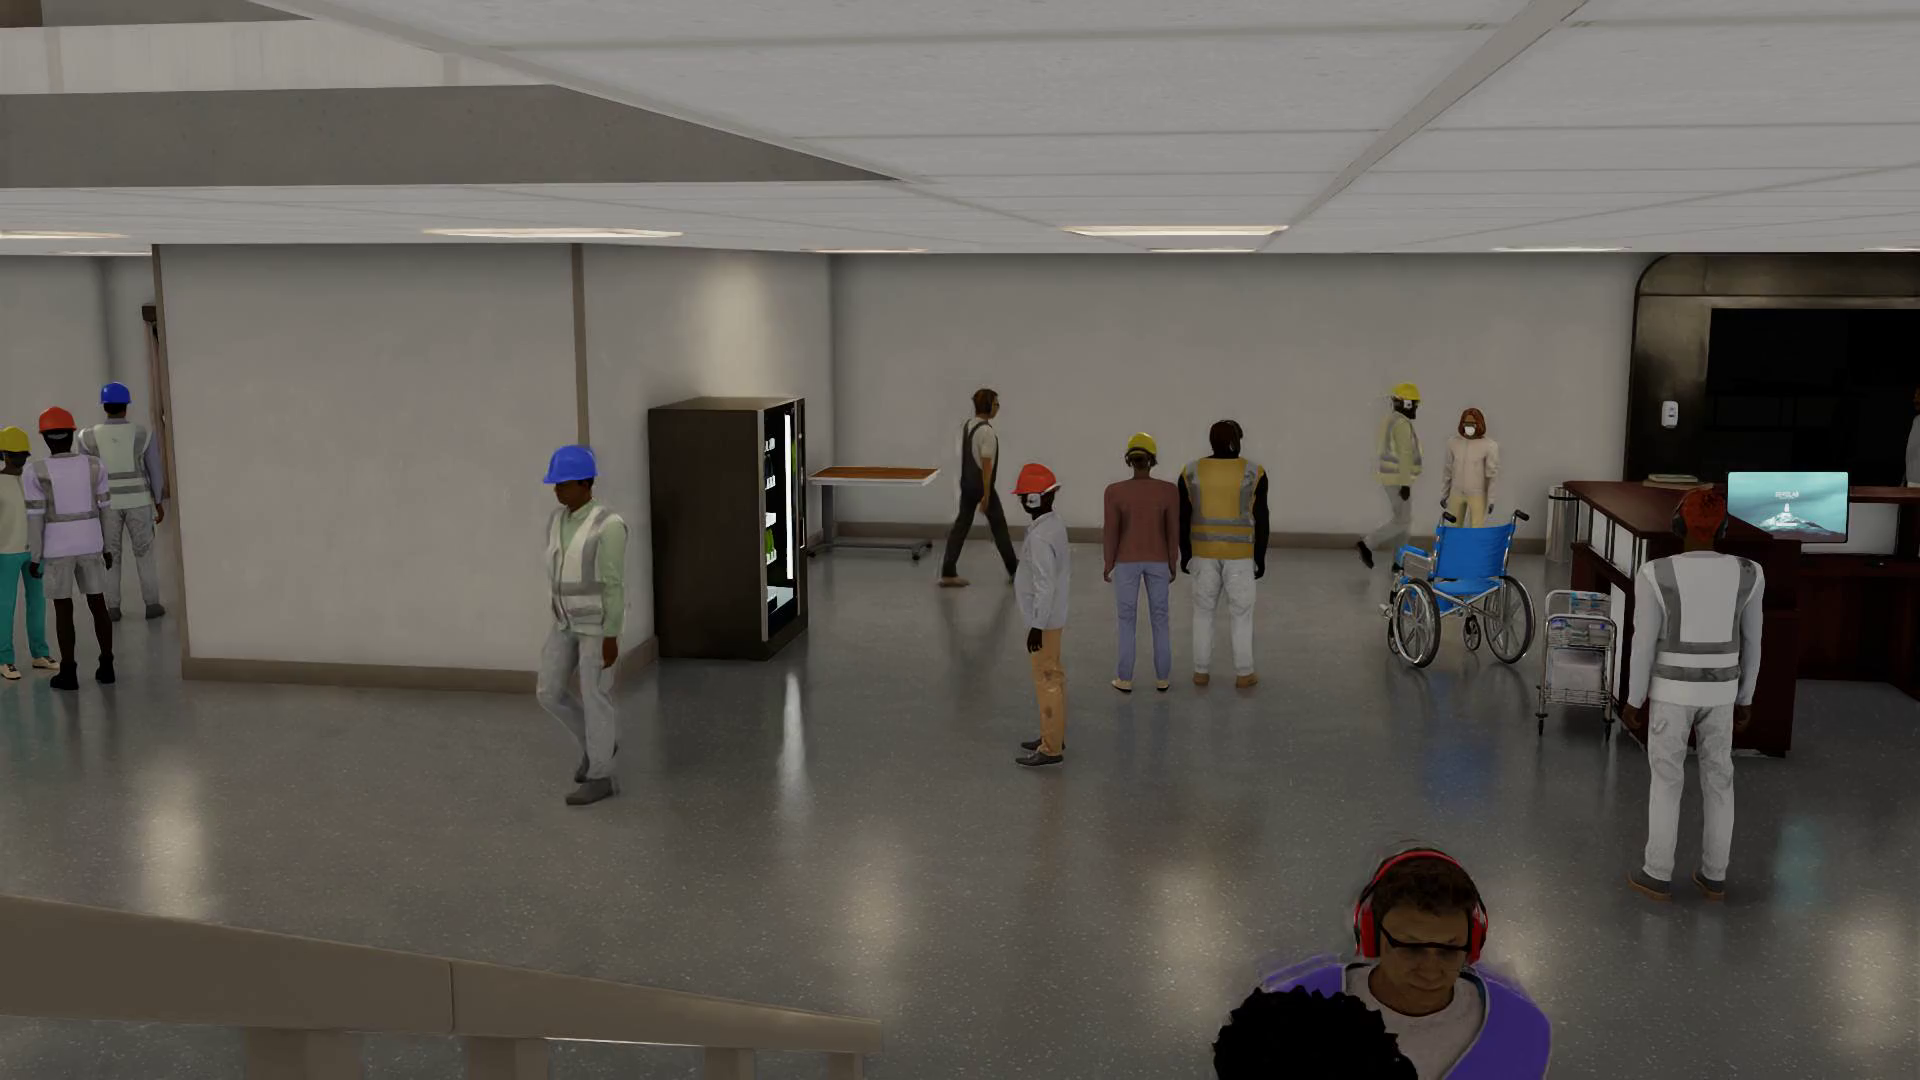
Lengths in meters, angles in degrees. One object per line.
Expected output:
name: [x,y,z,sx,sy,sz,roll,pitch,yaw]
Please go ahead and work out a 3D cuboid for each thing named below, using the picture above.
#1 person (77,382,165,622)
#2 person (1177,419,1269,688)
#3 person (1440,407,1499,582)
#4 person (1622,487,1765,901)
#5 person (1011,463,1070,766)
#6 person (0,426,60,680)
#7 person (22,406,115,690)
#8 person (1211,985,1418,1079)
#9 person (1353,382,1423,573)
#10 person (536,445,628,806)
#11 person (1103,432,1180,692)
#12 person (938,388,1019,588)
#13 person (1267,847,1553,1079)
person: [-6.814,-0.307,13.535,0.622,1.944,0.407,-4,10,-22]
person: [1.798,0.097,11.374,0.624,1.841,0.430,3,10,17]
person: [4.587,-0.383,14.995,0.506,1.627,0.288,7,12,38]
person: [3.295,0.701,7.504,0.573,1.883,0.354,0,9,3]
person: [0.456,0.427,9.594,0.340,1.748,0.568,2,9,10]
person: [-6.584,0.082,11.679,0.320,1.767,0.534,5,10,28]
person: [-6.069,0.057,11.337,0.374,1.929,0.542,9,13,44]
person: [0.383,1.522,2.262,0.441,1.949,0.631,3,10,17]
person: [4.050,-0.574,15.611,0.571,1.807,0.612,1,9,5]
person: [-2.010,0.454,8.882,0.610,1.935,0.427,7,11,35]
person: [1.218,0.155,11.256,0.526,1.761,0.337,-1,9,-3]
person: [0.227,-0.468,14.988,0.970,1.794,0.512,-6,11,-32]
person: [0.851,1.432,3.311,0.574,1.793,1.002,2,9,12]
